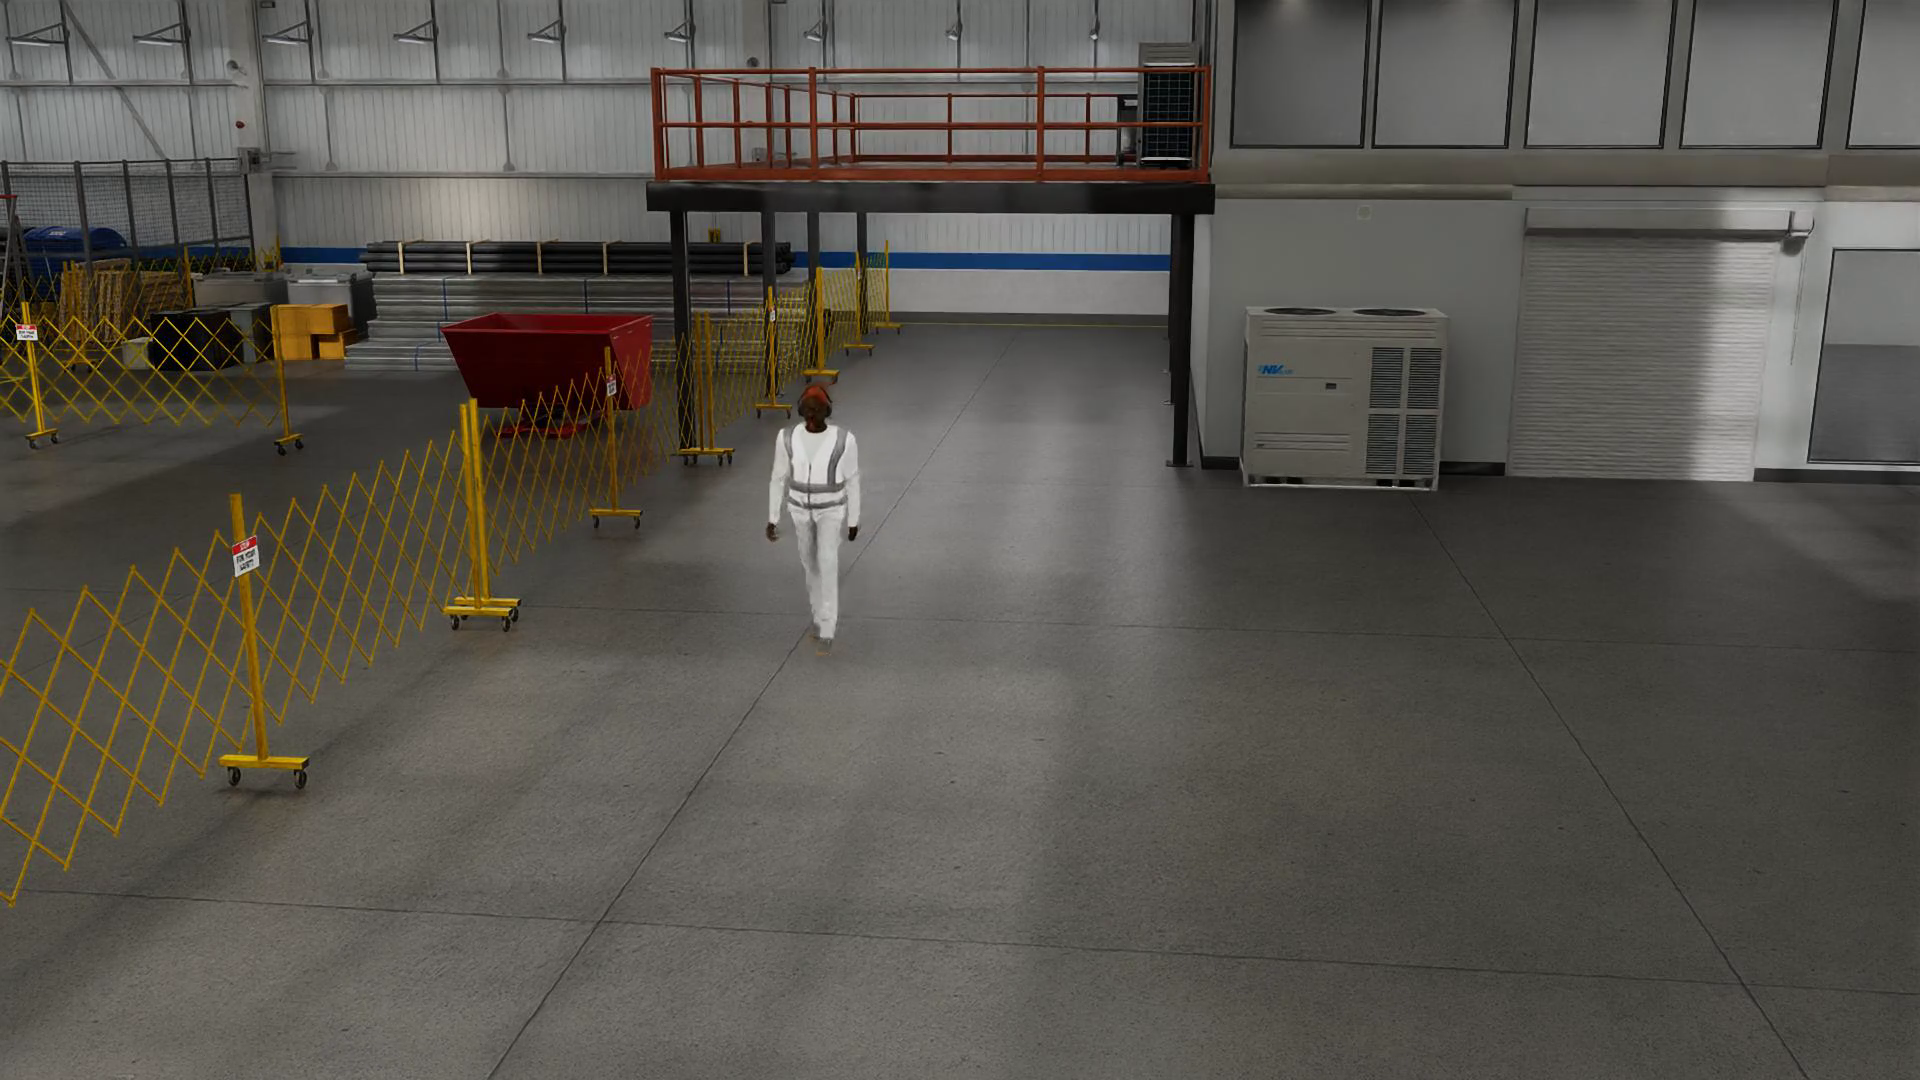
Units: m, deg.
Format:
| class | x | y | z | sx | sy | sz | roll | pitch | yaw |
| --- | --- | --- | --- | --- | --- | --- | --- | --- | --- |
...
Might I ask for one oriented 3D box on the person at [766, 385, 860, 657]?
| class | x | y | z | sx | sy | sz | roll | pitch | yaw |
| --- | --- | --- | --- | --- | --- | --- | --- | --- | --- |
| person | -1.030 | -0.129 | 11.462 | 0.599 | 1.855 | 0.828 | 4 | 14 | 15 |
